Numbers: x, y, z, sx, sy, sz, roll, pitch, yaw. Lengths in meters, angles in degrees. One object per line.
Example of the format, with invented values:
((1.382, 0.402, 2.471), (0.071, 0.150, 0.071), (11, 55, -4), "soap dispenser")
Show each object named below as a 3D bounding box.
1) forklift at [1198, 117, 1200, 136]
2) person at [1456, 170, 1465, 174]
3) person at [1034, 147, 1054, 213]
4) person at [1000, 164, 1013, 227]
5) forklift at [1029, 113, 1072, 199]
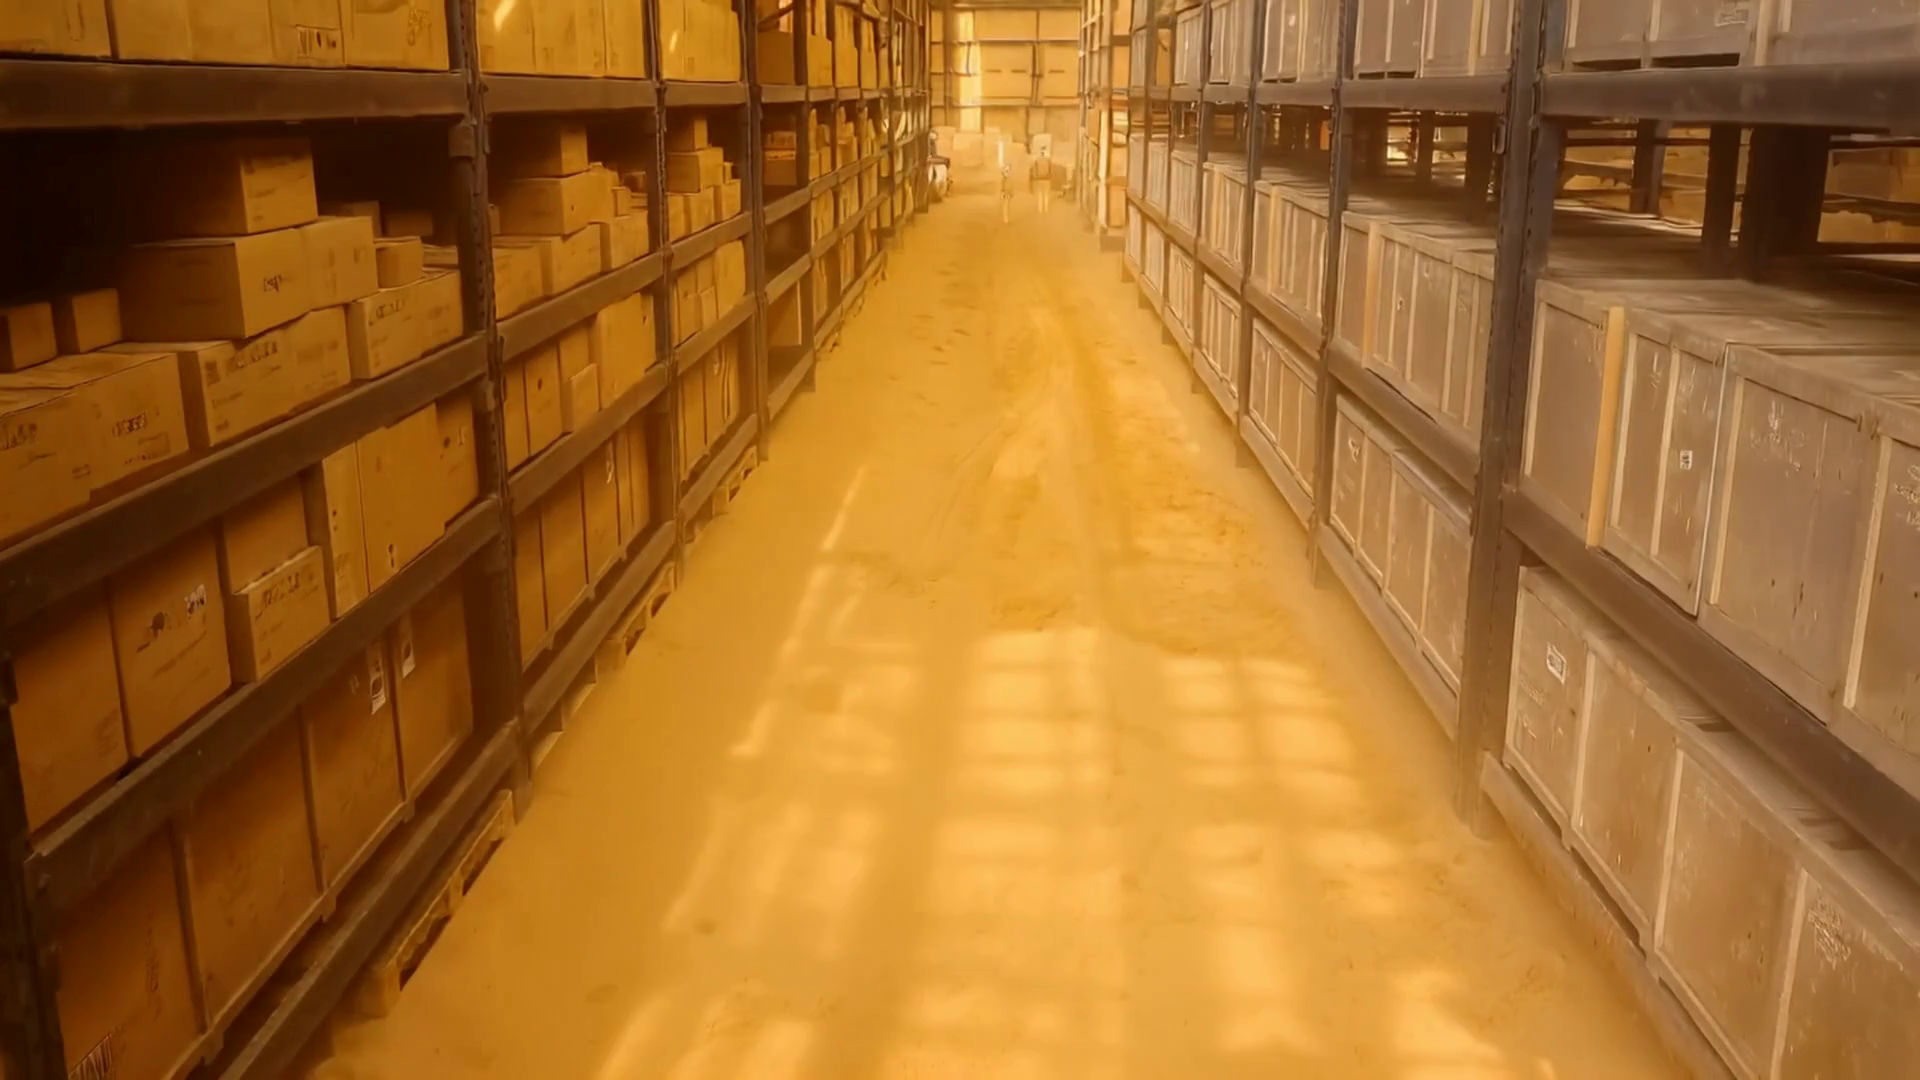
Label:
((9.440, -15.535, 65.593), (1.873, 2.768, 1.129), (0, 15, 2), "forklift")
((10.749, -7.092, 36.122), (1.029, 1.875, 0.602), (1, 15, 2), "person")
((2.502, -10.708, 49.442), (0.619, 1.940, 1.056), (1, 15, 4), "person")
((1.212, -9.099, 44.003), (0.311, 1.639, 0.512), (-4, 15, -13), "person")
((3.363, -12.925, 55.881), (1.873, 2.768, 1.129), (-8, 17, -27), "forklift")
